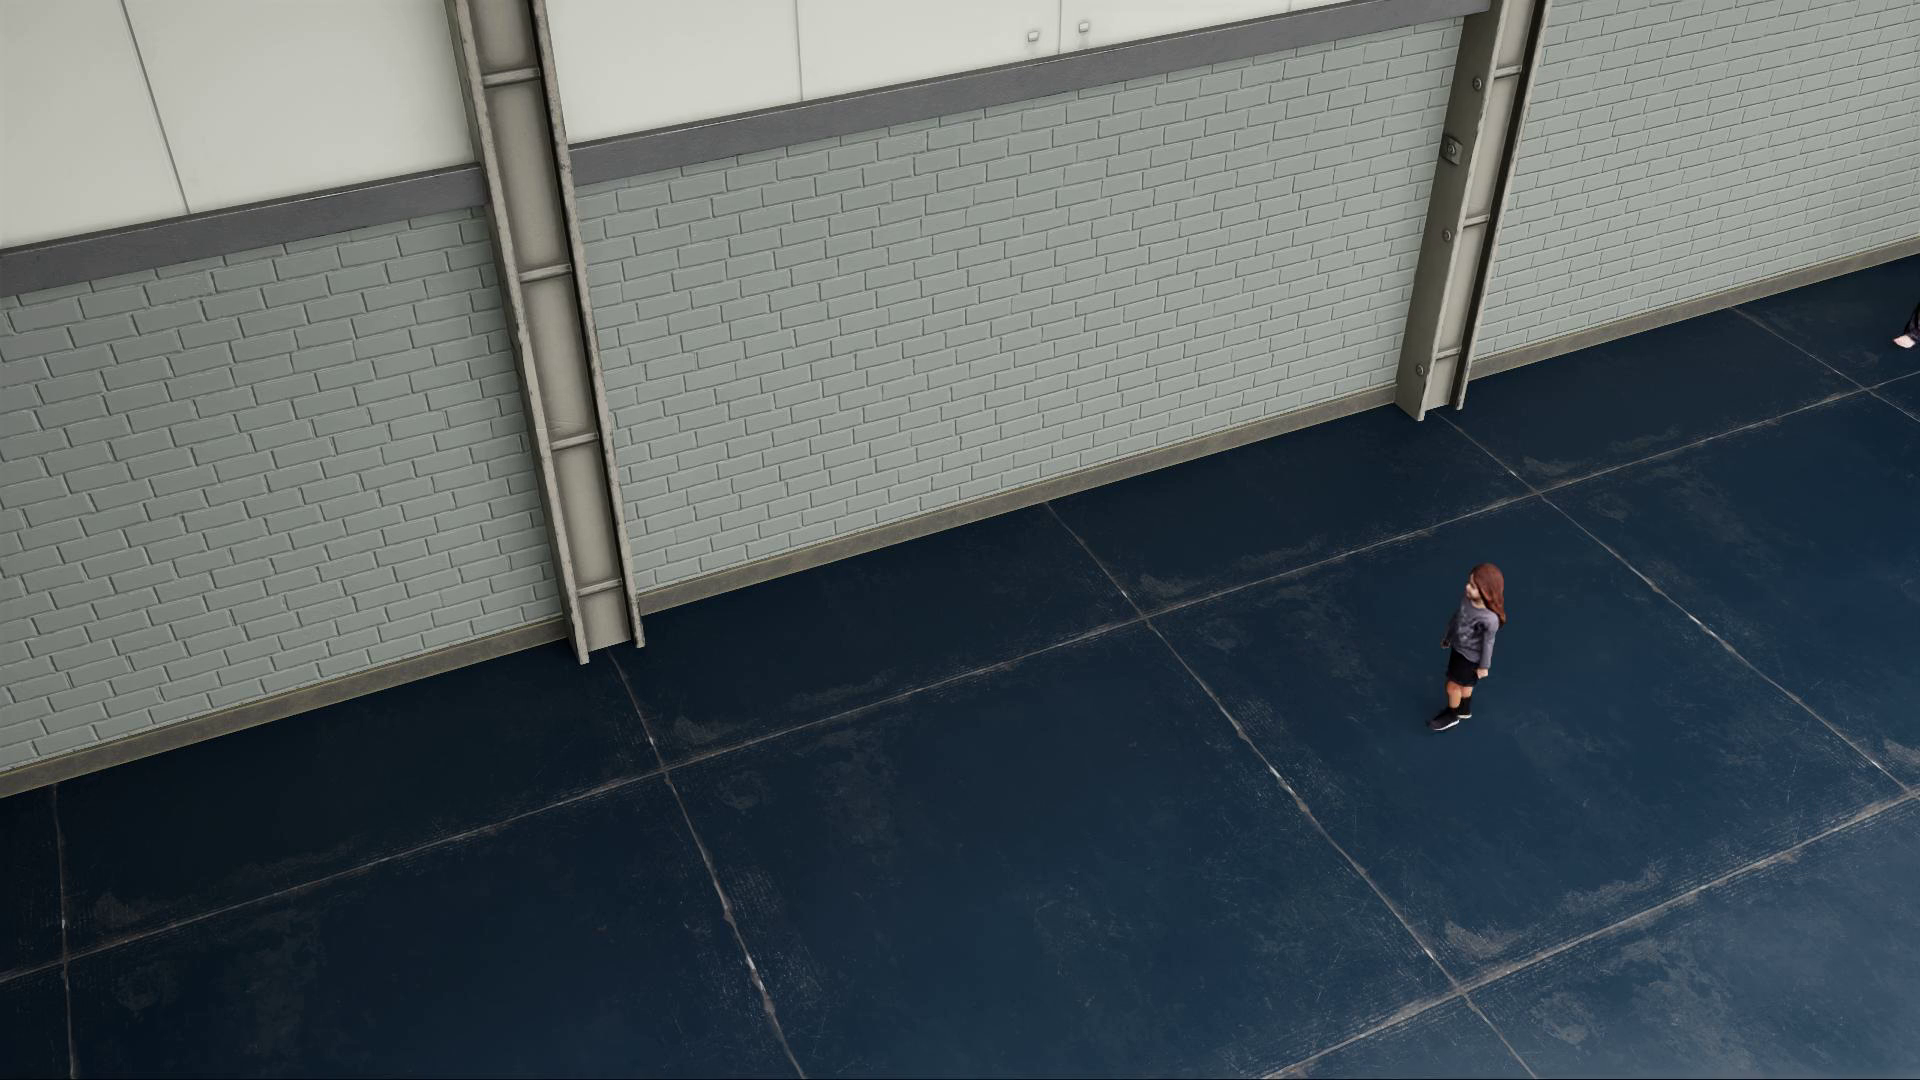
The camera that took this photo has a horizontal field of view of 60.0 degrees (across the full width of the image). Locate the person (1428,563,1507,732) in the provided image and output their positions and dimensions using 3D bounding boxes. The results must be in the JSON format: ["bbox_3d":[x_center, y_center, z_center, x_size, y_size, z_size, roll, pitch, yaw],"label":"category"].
[{"bbox_3d":[2.810,0.571,9.002,0.573,1.098,0.536,-8,39,-10],"label":"person"}]
